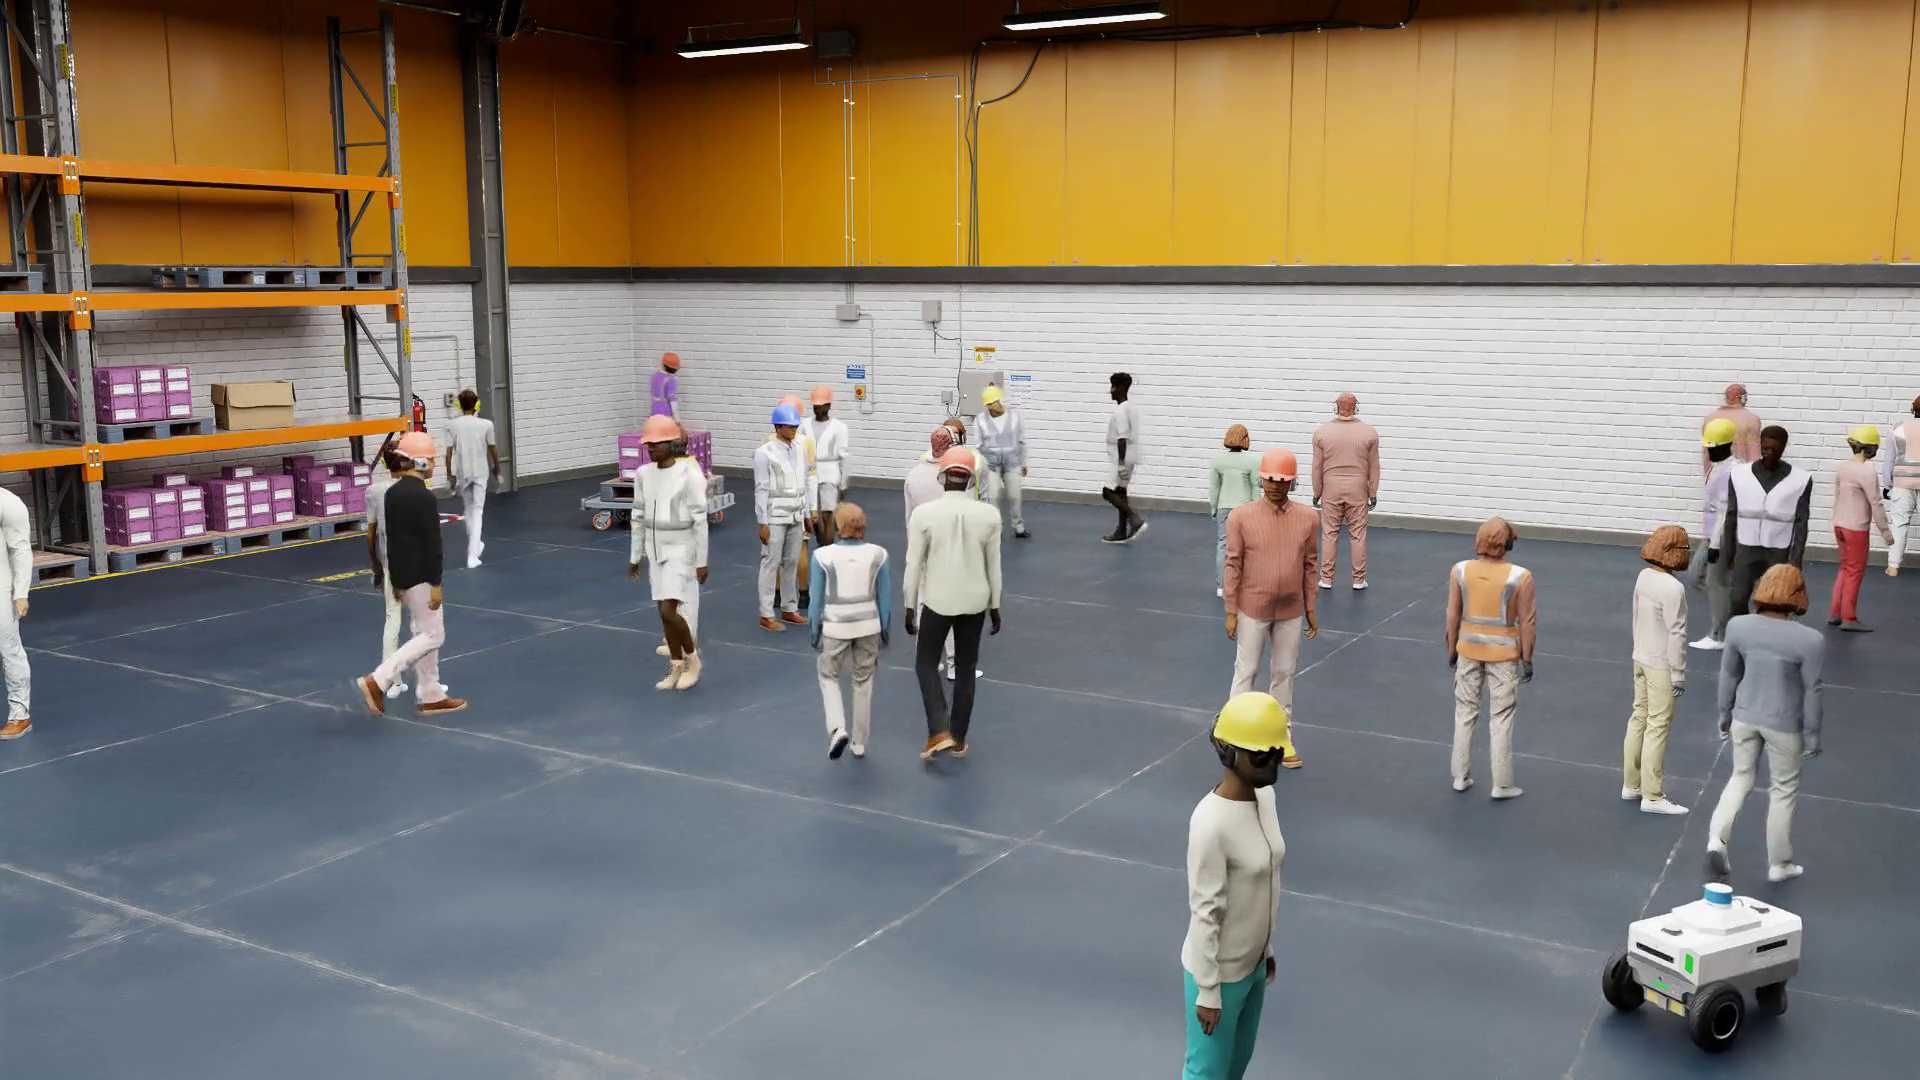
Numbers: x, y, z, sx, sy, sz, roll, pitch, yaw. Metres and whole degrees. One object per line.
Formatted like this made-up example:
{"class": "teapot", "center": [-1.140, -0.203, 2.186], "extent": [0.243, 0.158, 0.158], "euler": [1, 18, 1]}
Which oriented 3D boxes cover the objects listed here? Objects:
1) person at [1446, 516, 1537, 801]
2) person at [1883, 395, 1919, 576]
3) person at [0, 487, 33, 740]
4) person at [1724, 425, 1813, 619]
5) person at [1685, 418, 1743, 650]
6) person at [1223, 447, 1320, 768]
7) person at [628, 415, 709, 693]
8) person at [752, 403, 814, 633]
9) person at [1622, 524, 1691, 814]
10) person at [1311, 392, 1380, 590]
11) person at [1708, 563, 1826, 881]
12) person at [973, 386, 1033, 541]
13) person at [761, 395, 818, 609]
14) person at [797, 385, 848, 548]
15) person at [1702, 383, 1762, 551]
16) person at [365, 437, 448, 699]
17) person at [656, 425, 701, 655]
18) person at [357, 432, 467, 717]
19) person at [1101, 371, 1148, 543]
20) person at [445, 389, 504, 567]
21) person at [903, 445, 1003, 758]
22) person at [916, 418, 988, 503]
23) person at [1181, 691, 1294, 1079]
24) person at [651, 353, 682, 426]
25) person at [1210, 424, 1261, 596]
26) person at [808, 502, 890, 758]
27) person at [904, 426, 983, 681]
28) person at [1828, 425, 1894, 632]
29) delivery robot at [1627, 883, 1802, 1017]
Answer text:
{"class": "person", "center": [3.063, 0.682, 9.620], "extent": [0.522, 1.636, 0.310], "euler": [8, 12, 39]}
{"class": "person", "center": [9.551, -0.537, 16.592], "extent": [0.630, 1.843, 0.429], "euler": [5, 10, 28]}
{"class": "person", "center": [-6.338, 0.341, 10.810], "extent": [0.631, 1.938, 0.362], "euler": [1, 9, 7]}
{"class": "person", "center": [6.094, 0.073, 12.600], "extent": [0.586, 1.902, 0.446], "euler": [5, 10, 30]}
{"class": "person", "center": [6.070, -0.043, 13.334], "extent": [0.411, 1.895, 0.609], "euler": [3, 9, 16]}
{"class": "person", "center": [1.908, 0.419, 10.156], "extent": [0.612, 1.991, 0.392], "euler": [-2, 9, -11]}
{"class": "person", "center": [-2.105, 0.109, 11.969], "extent": [0.610, 2.026, 0.458], "euler": [6, 11, 34]}
{"class": "person", "center": [-1.497, -0.196, 14.136], "extent": [0.396, 1.949, 0.604], "euler": [7, 11, 37]}
{"class": "person", "center": [3.955, 0.720, 9.395], "extent": [0.279, 1.633, 0.505], "euler": [0, 9, -2]}
{"class": "person", "center": [3.687, -0.464, 15.937], "extent": [0.643, 1.908, 0.411], "euler": [2, 9, 12]}
{"class": "person", "center": [3.991, 0.917, 8.213], "extent": [0.568, 1.624, 0.507], "euler": [-6, 11, -35]}
{"class": "person", "center": [0.455, -0.840, 18.663], "extent": [0.647, 1.787, 0.459], "euler": [-1, 9, -6]}
{"class": "person", "center": [-1.529, -0.342, 15.073], "extent": [0.543, 1.939, 0.360], "euler": [3, 10, 18]}
{"class": "person", "center": [-1.391, -0.619, 16.852], "extent": [0.570, 1.924, 0.503], "euler": [3, 10, 17]}
{"class": "person", "center": [8.064, -0.686, 17.356], "extent": [0.424, 1.897, 0.686], "euler": [-5, 11, -30]}
{"class": "person", "center": [-3.968, 0.204, 11.875], "extent": [0.518, 1.873, 0.328], "euler": [1, 9, 9]}
{"class": "person", "center": [-2.271, -0.006, 13.278], "extent": [0.430, 1.845, 0.619], "euler": [0, 9, 2]}
{"class": "person", "center": [-3.748, 0.258, 11.236], "extent": [0.715, 1.967, 0.621], "euler": [-8, 12, -40]}
{"class": "person", "center": [1.833, -0.909, 18.573], "extent": [0.480, 1.950, 0.614], "euler": [4, 10, 22]}
{"class": "person", "center": [-5.081, -0.666, 17.443], "extent": [0.509, 1.826, 0.941], "euler": [0, 9, -2]}
{"class": "person", "center": [-0.031, 0.398, 10.396], "extent": [0.636, 1.961, 0.642], "euler": [-2, 9, -14]}
{"class": "person", "center": [-0.067, -0.092, 13.812], "extent": [0.626, 1.846, 0.429], "euler": [-1, 9, -6]}
{"class": "person", "center": [0.870, 1.329, 5.187], "extent": [0.326, 1.765, 0.530], "euler": [5, 11, 31]}
{"class": "person", "center": [-4.353, -1.822, 24.512], "extent": [0.372, 1.883, 0.680], "euler": [-8, 12, -41]}
{"class": "person", "center": [2.581, -0.271, 15.577], "extent": [0.497, 1.634, 0.279], "euler": [5, 10, 28]}
{"class": "person", "center": [-0.678, 0.577, 10.313], "extent": [0.530, 1.626, 0.414], "euler": [-2, 9, -14]}
{"class": "person", "center": [-0.102, 0.099, 12.423], "extent": [0.650, 1.907, 0.409], "euler": [8, 12, 39]}
{"class": "person", "center": [7.607, -0.095, 14.101], "extent": [0.343, 1.765, 0.547], "euler": [0, 9, 2]}
{"class": "delivery robot", "center": [3.061, 1.636, 6.739], "extent": [0.707, 0.478, 0.477], "euler": [-5, 10, -27]}
